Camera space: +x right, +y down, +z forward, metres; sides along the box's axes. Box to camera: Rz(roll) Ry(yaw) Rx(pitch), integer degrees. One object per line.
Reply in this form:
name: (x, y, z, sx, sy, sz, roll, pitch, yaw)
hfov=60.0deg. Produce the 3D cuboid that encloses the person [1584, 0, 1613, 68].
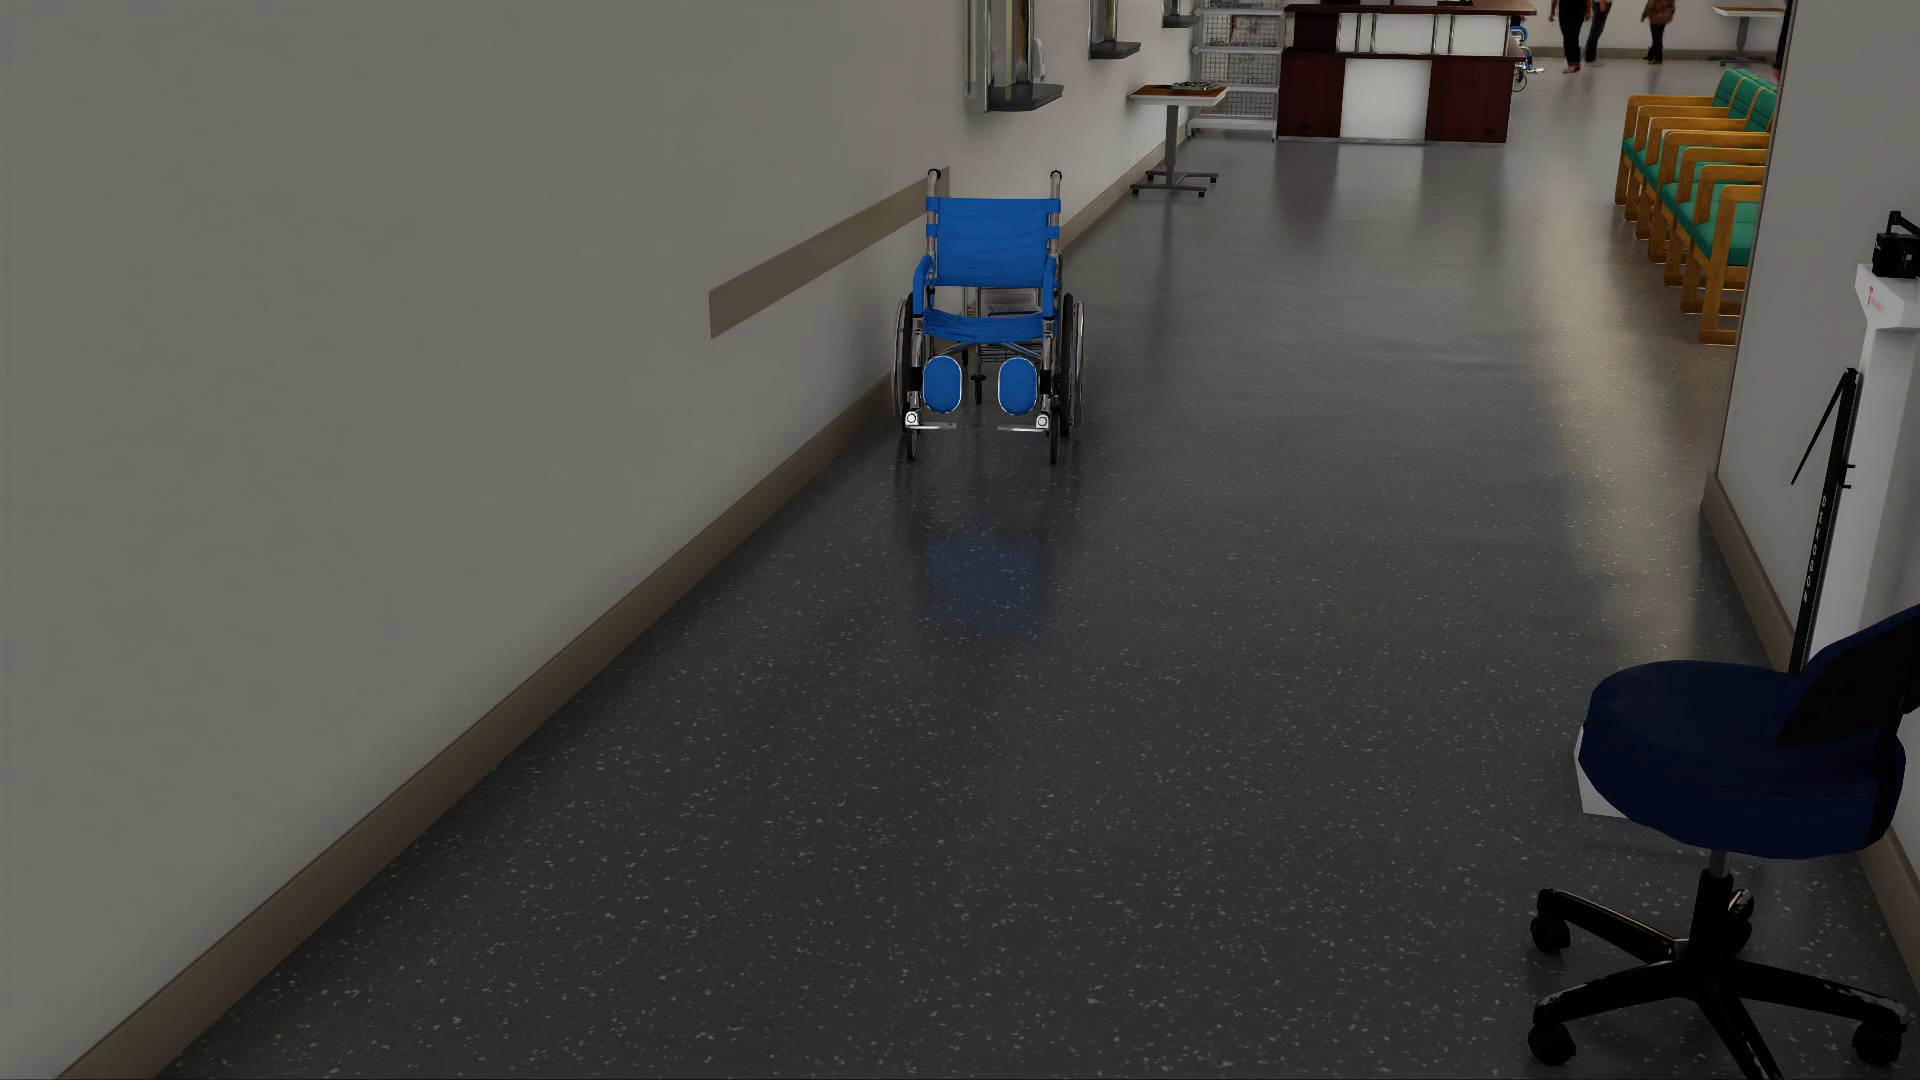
person: (9.694, -8.120, 25.176, 0.540, 1.811, 0.671, 7, 22, 17)

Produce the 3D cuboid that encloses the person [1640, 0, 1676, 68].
person: (10.567, -7.848, 24.999, 0.878, 1.428, 0.911, -9, 23, -23)

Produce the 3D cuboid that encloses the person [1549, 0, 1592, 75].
person: (8.792, -7.530, 23.752, 0.793, 1.716, 0.873, 14, 25, 32)
